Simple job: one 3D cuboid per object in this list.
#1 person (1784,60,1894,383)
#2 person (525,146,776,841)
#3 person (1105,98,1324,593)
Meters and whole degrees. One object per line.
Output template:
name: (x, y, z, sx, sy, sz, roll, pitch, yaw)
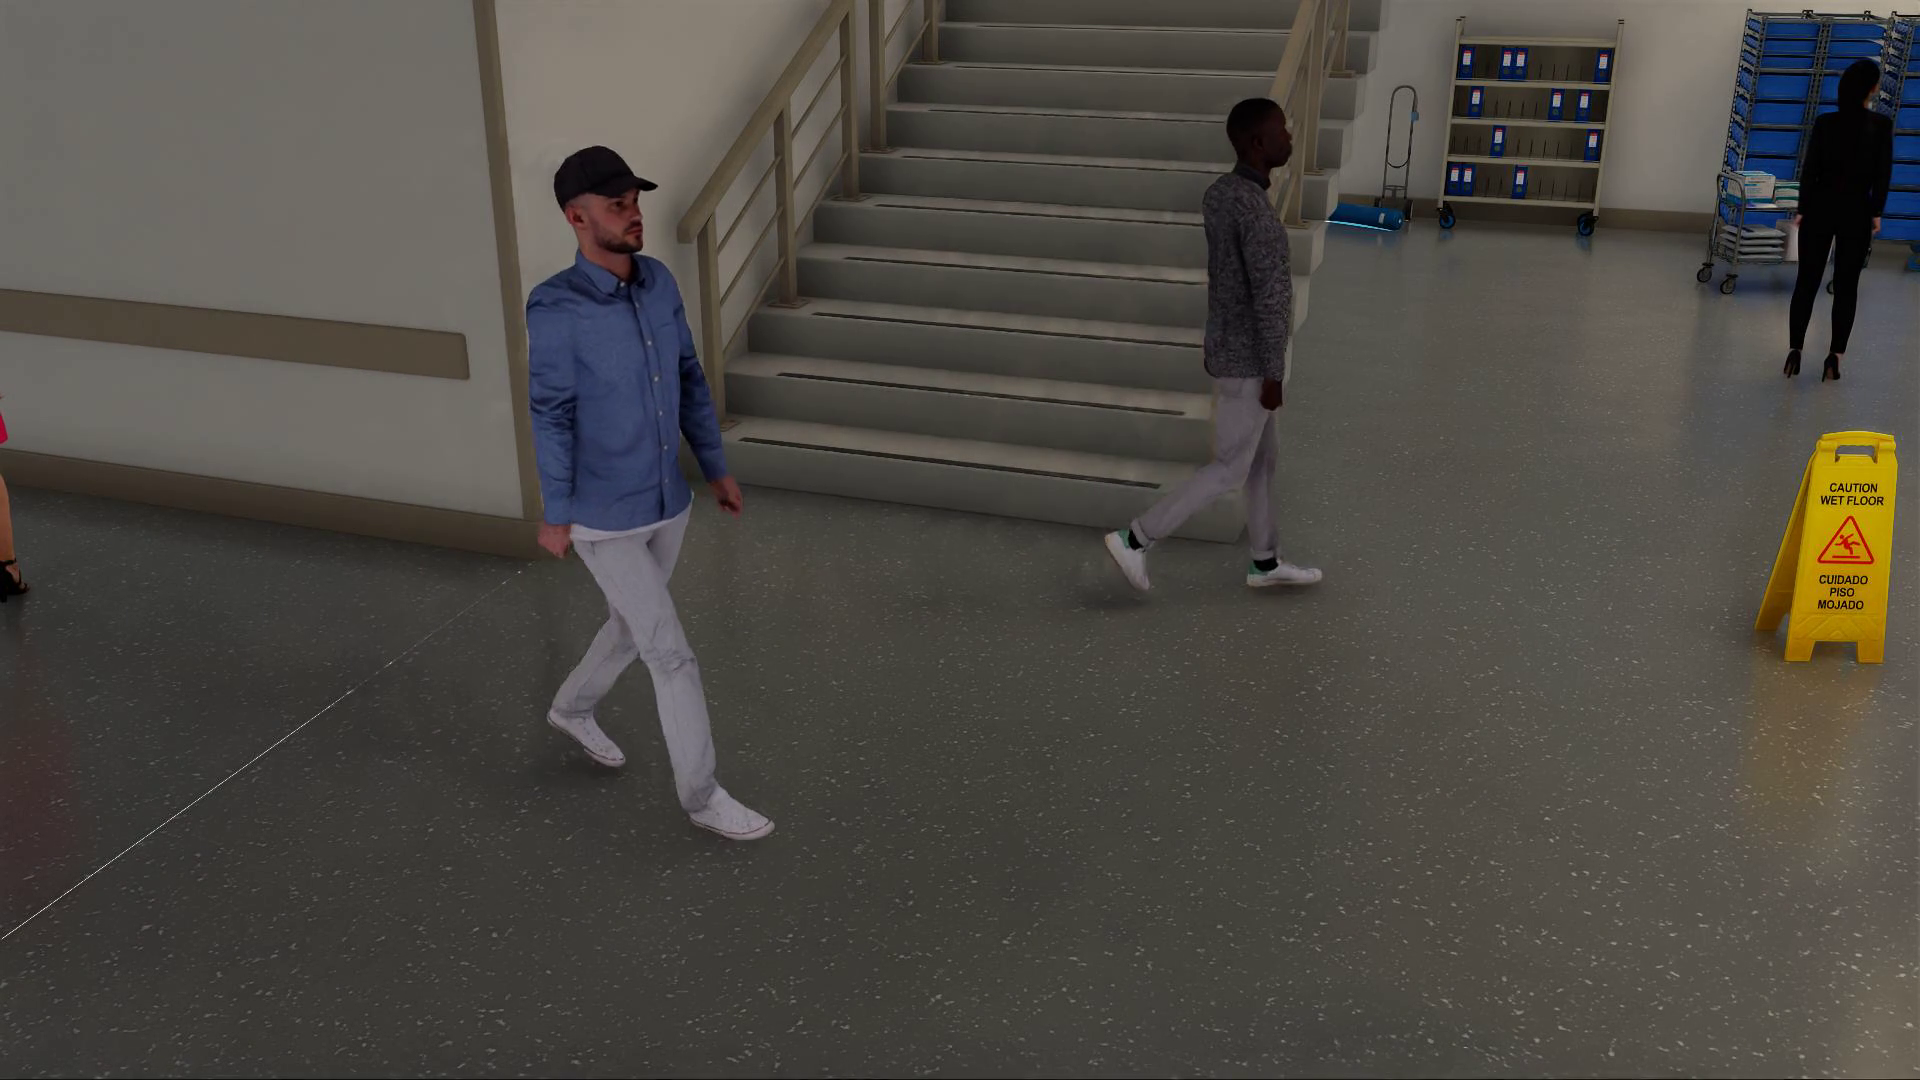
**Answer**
person: (4.744, -1.717, 8.989, 0.621, 1.711, 0.566, 13, 24, 31)
person: (-0.962, -0.121, 4.567, 0.888, 1.859, 1.157, 12, 24, 30)
person: (0.929, -0.639, 6.006, 1.068, 1.808, 1.156, -2, 21, -7)
